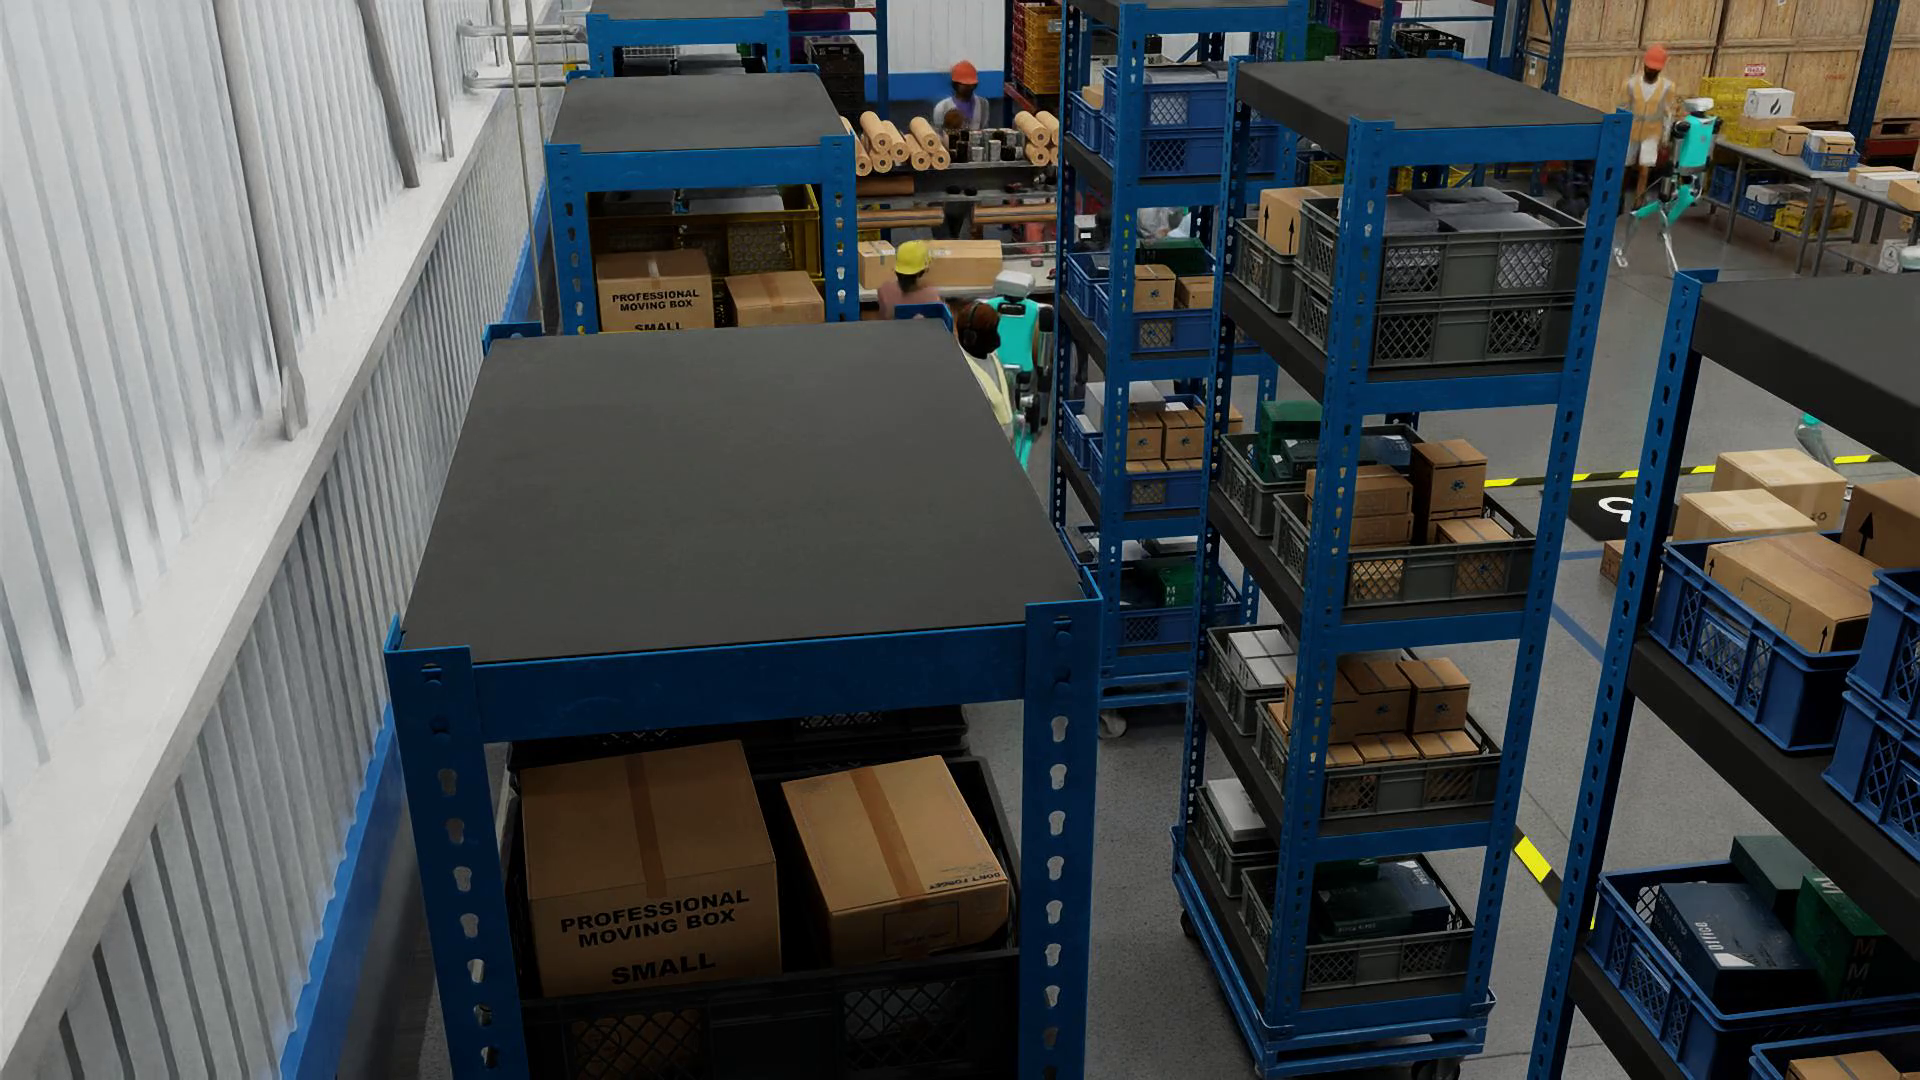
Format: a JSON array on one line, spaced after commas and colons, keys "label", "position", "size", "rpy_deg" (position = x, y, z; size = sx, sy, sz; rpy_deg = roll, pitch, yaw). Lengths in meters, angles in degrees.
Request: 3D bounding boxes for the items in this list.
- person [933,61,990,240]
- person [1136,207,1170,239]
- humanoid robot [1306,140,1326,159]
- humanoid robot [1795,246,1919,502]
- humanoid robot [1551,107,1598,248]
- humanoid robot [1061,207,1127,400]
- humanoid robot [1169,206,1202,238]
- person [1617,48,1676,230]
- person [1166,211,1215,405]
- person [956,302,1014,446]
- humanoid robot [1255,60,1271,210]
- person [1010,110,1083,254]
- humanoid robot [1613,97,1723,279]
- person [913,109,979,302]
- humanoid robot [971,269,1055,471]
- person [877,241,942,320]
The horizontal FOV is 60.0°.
[{"label": "person", "position": [-0.006, -3.674, 16.241], "size": [0.626, 1.988, 1.058], "rpy_deg": [-11, 27, -22]}, {"label": "person", "position": [1.667, -2.807, 14.655], "size": [0.445, 1.719, 0.560], "rpy_deg": [-12, 27, -25]}, {"label": "humanoid robot", "position": [4.289, -4.979, 19.203], "size": [0.735, 1.677, 0.533], "rpy_deg": [0, 25, 0]}, {"label": "humanoid robot", "position": [5.774, -1.100, 10.778], "size": [0.735, 1.672, 0.533], "rpy_deg": [14, 28, 28]}, {"label": "humanoid robot", "position": [5.831, -3.299, 15.847], "size": [0.587, 1.649, 0.758], "rpy_deg": [-18, 30, -33]}, {"label": "humanoid robot", "position": [1.007, -1.637, 12.242], "size": [0.596, 1.626, 0.782], "rpy_deg": [7, 26, 15]}, {"label": "humanoid robot", "position": [2.308, -3.545, 16.258], "size": [0.793, 1.793, 0.532], "rpy_deg": [-10, 26, -20]}, {"label": "person", "position": [7.231, -4.276, 17.690], "size": [0.582, 1.859, 1.086], "rpy_deg": [11, 27, 23]}, {"label": "person", "position": [1.538, -1.315, 11.262], "size": [0.378, 1.852, 0.589], "rpy_deg": [-5, 25, -11]}, {"label": "person", "position": [0.089, -0.451, 9.397], "size": [0.431, 1.843, 0.622], "rpy_deg": [9, 26, 18]}, {"label": "humanoid robot", "position": [3.293, -4.458, 18.301], "size": [0.451, 1.637, 0.612], "rpy_deg": [-9, 26, -18]}, {"label": "person", "position": [0.754, -2.755, 14.370], "size": [0.614, 1.868, 0.984], "rpy_deg": [-4, 25, -8]}, {"label": "humanoid robot", "position": [6.721, -3.404, 15.984], "size": [0.548, 1.774, 0.958], "rpy_deg": [-10, 27, -21]}, {"label": "person", "position": [-0.112, -2.903, 14.793], "size": [0.601, 1.792, 0.962], "rpy_deg": [-4, 25, -9]}, {"label": "humanoid robot", "position": [0.270, -0.647, 10.050], "size": [0.549, 1.880, 0.702], "rpy_deg": [4, 25, 8]}, {"label": "person", "position": [-0.373, -1.115, 10.947], "size": [0.541, 1.742, 0.464], "rpy_deg": [16, 29, 31]}]
